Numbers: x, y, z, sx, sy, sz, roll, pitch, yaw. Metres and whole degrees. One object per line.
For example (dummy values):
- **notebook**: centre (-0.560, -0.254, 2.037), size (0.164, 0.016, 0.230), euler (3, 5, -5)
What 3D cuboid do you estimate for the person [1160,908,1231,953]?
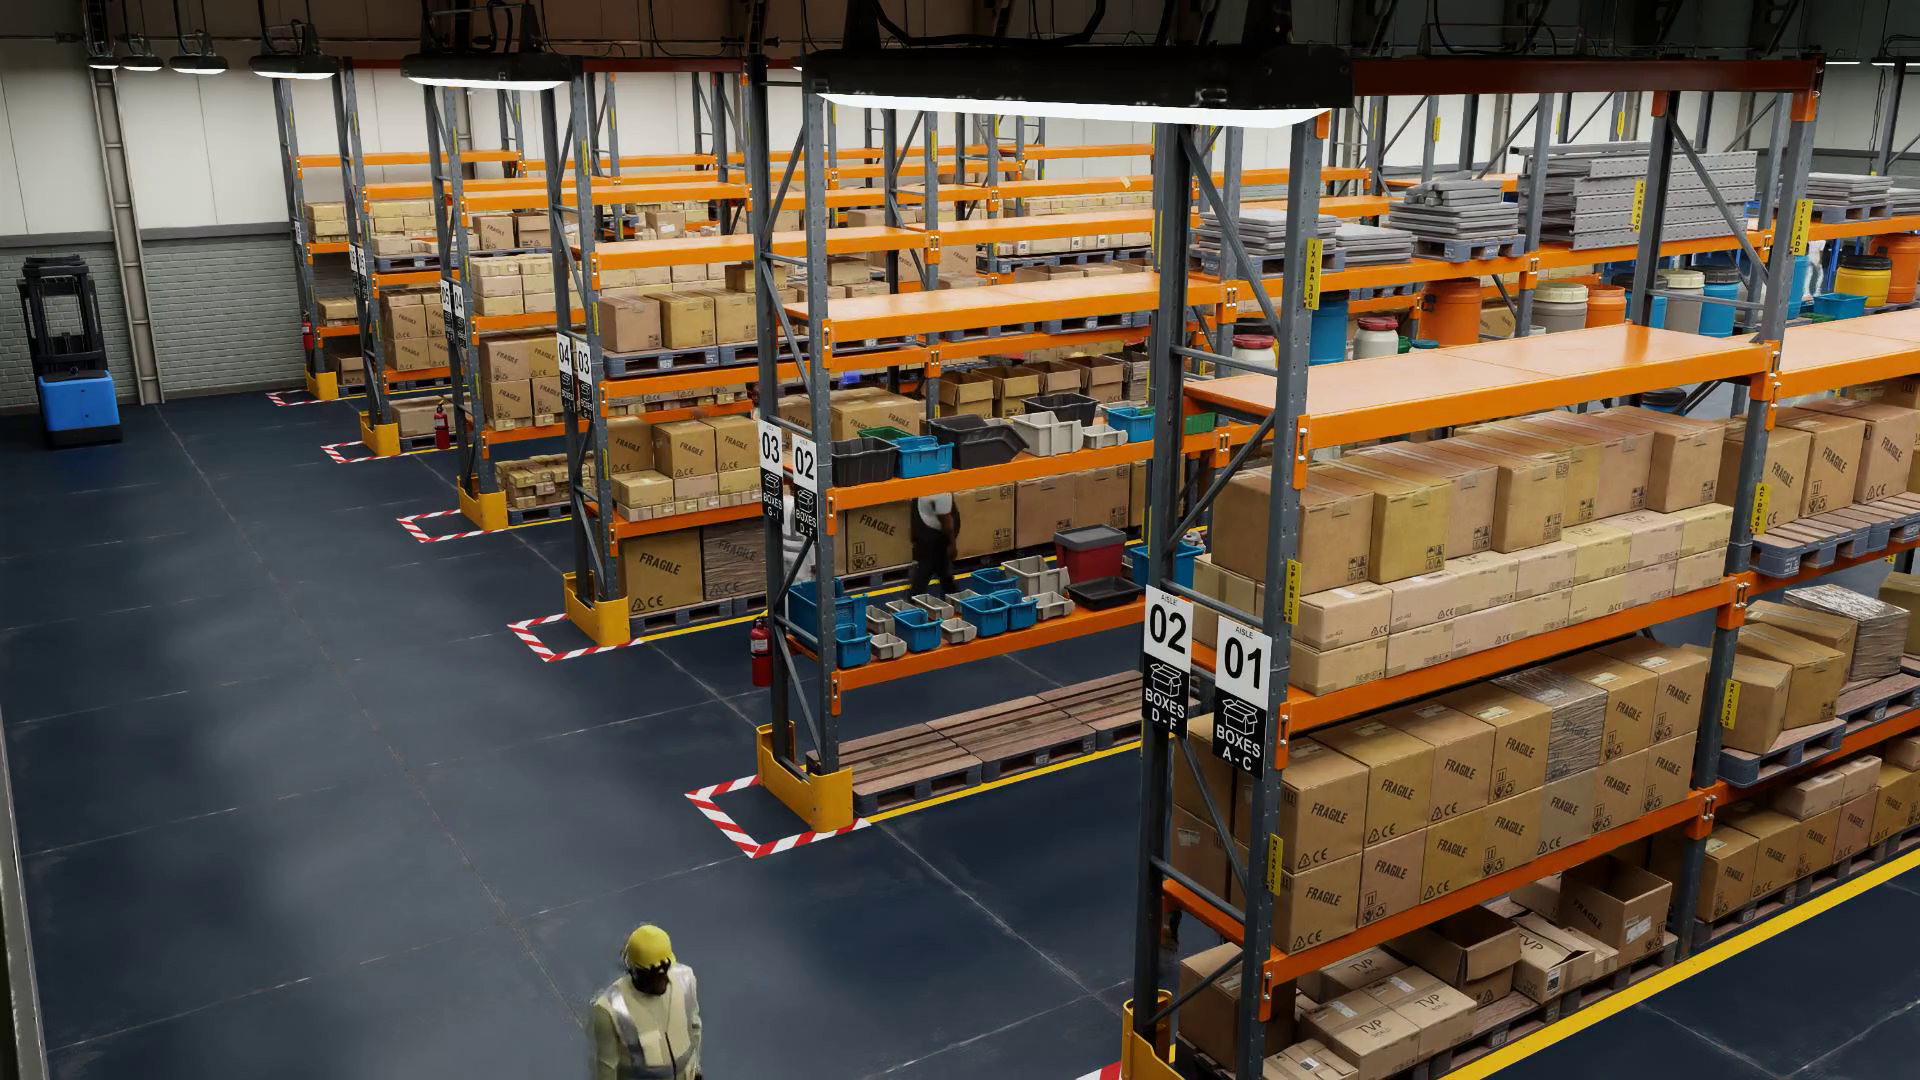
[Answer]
- **person**: centre (1.726, 1.951, 10.739), size (0.757, 1.945, 0.614), euler (-14, 22, -39)

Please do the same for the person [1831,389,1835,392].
- **person**: centre (16.453, -3.697, 29.406), size (0.381, 1.844, 0.566), euler (-3, 17, -8)

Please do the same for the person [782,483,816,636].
- **person**: centre (-1.711, 0.168, 16.693), size (0.364, 1.878, 0.588), euler (-12, 20, -34)

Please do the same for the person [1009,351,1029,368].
- **person**: centre (0.809, -1.969, 23.682), size (0.985, 1.889, 0.561), euler (-7, 18, -22)

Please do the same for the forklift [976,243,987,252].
- **forklift**: centre (0.988, -5.474, 34.718), size (1.214, 2.155, 2.313), euler (-10, 20, -31)

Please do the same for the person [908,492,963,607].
- **person**: centre (-0.196, -0.074, 17.272), size (1.017, 2.000, 0.705), euler (-7, 18, -22)

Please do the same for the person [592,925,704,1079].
- **person**: centre (-1.636, 2.780, 8.241), size (0.600, 1.814, 0.673), euler (-14, 22, -39)

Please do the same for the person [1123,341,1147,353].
- **person**: centre (2.855, -2.553, 25.406), size (0.390, 1.991, 0.623), euler (-10, 20, -30)

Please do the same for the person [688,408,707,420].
- **person**: centre (-3.503, -0.937, 20.732), size (0.645, 1.607, 0.532), euler (-4, 17, -12)

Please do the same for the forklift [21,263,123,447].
- **forklift**: centre (-14.518, -3.079, 25.708), size (1.129, 2.768, 1.873), euler (-10, 20, -31)

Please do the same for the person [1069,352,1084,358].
- **person**: centre (1.728, -1.810, 23.121), size (0.416, 1.912, 0.585), euler (-11, 20, -32)

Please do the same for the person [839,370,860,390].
- **person**: centre (-1.400, -1.415, 21.797), size (0.876, 1.923, 0.601), euler (-10, 19, -29)

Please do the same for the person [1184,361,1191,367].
- **person**: centre (3.413, -1.914, 23.955), size (0.493, 1.611, 0.415), euler (13, 21, 36)

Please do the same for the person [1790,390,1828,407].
- **person**: centre (14.641, -2.928, 26.921), size (0.920, 1.844, 0.526), euler (0, 17, 1)

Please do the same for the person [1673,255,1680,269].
- **person**: centre (17.050, -6.234, 37.638), size (0.654, 1.893, 0.818), euler (-16, 23, -43)

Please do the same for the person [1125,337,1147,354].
- **person**: centre (2.696, -2.197, 24.176), size (0.390, 2.034, 0.605), euler (-4, 17, -12)

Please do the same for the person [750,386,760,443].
- **person**: centre (-2.573, -1.122, 20.936), size (0.436, 1.870, 0.582), euler (-11, 20, -33)

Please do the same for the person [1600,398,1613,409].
- **person**: centre (10.930, -2.686, 26.390), size (0.532, 1.668, 0.724), euler (-4, 17, -13)

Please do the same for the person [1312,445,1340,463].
- **person**: centre (4.821, -1.023, 20.774), size (0.318, 1.769, 0.522), euler (-8, 19, -24)

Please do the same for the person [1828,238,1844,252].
- **person**: centre (28.305, -10.255, 50.778), size (0.594, 1.922, 0.386), euler (3, 17, 10)

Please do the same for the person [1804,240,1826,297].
- **person**: centre (22.258, -7.222, 40.966), size (0.653, 1.851, 0.530), euler (-8, 19, -24)
